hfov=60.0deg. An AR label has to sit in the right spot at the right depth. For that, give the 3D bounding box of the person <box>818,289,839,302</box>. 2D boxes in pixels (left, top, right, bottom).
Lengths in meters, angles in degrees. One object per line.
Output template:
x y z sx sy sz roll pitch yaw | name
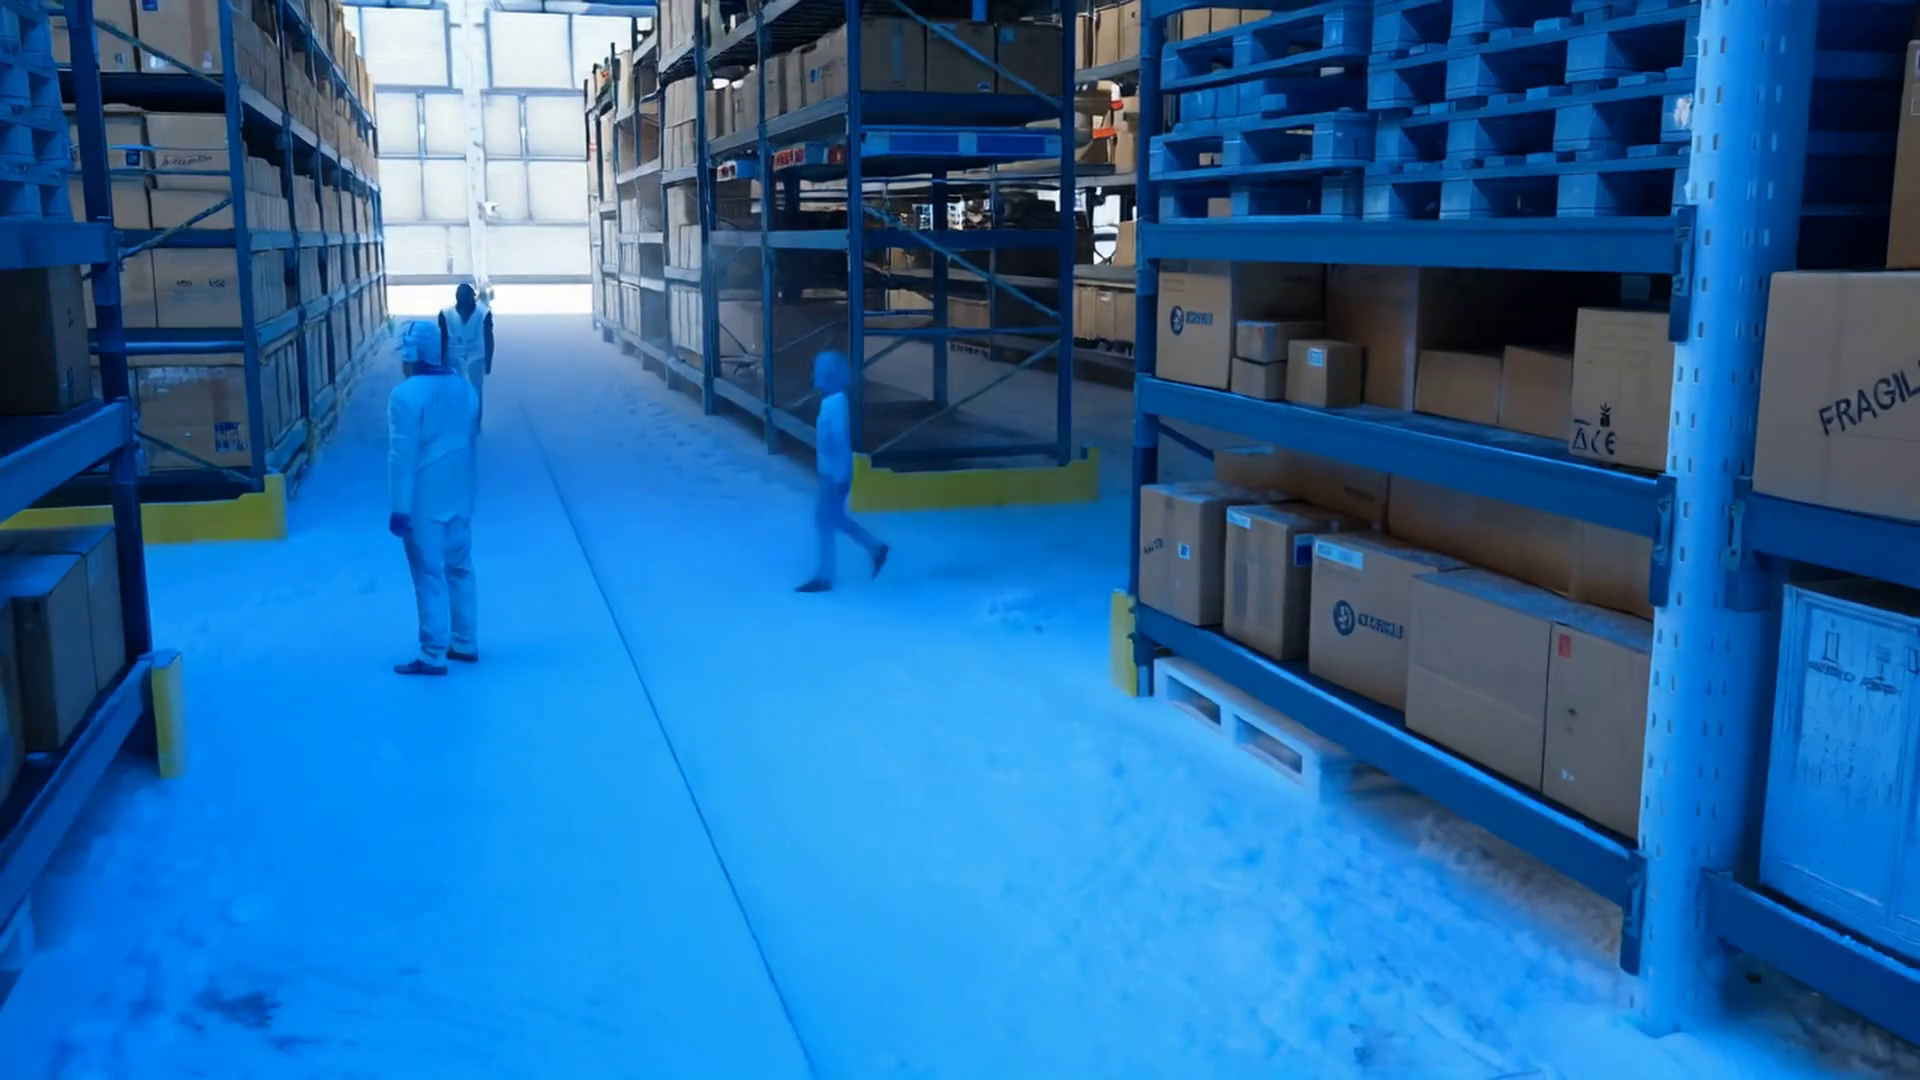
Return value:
-2.601 -4.583 32.658 0.415 1.984 0.614 -8 13 -38 | person

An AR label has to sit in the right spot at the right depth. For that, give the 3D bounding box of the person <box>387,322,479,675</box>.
-2.867 -0.226 9.011 0.398 1.899 0.647 3 11 17 | person

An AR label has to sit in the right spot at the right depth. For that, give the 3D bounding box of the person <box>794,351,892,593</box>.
-0.786 -0.446 10.992 0.582 1.613 0.503 -1 10 -7 | person

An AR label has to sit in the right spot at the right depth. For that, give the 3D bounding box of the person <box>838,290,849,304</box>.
-2.718 -5.170 36.518 0.543 1.745 0.599 -2 10 -9 | person

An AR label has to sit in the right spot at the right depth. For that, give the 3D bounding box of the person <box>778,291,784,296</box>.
-5.068 -6.877 45.872 0.399 1.738 0.590 10 14 42 | person

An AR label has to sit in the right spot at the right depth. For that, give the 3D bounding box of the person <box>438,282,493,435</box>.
-5.919 -2.182 19.953 0.630 1.818 0.768 -2 11 -11 | person
